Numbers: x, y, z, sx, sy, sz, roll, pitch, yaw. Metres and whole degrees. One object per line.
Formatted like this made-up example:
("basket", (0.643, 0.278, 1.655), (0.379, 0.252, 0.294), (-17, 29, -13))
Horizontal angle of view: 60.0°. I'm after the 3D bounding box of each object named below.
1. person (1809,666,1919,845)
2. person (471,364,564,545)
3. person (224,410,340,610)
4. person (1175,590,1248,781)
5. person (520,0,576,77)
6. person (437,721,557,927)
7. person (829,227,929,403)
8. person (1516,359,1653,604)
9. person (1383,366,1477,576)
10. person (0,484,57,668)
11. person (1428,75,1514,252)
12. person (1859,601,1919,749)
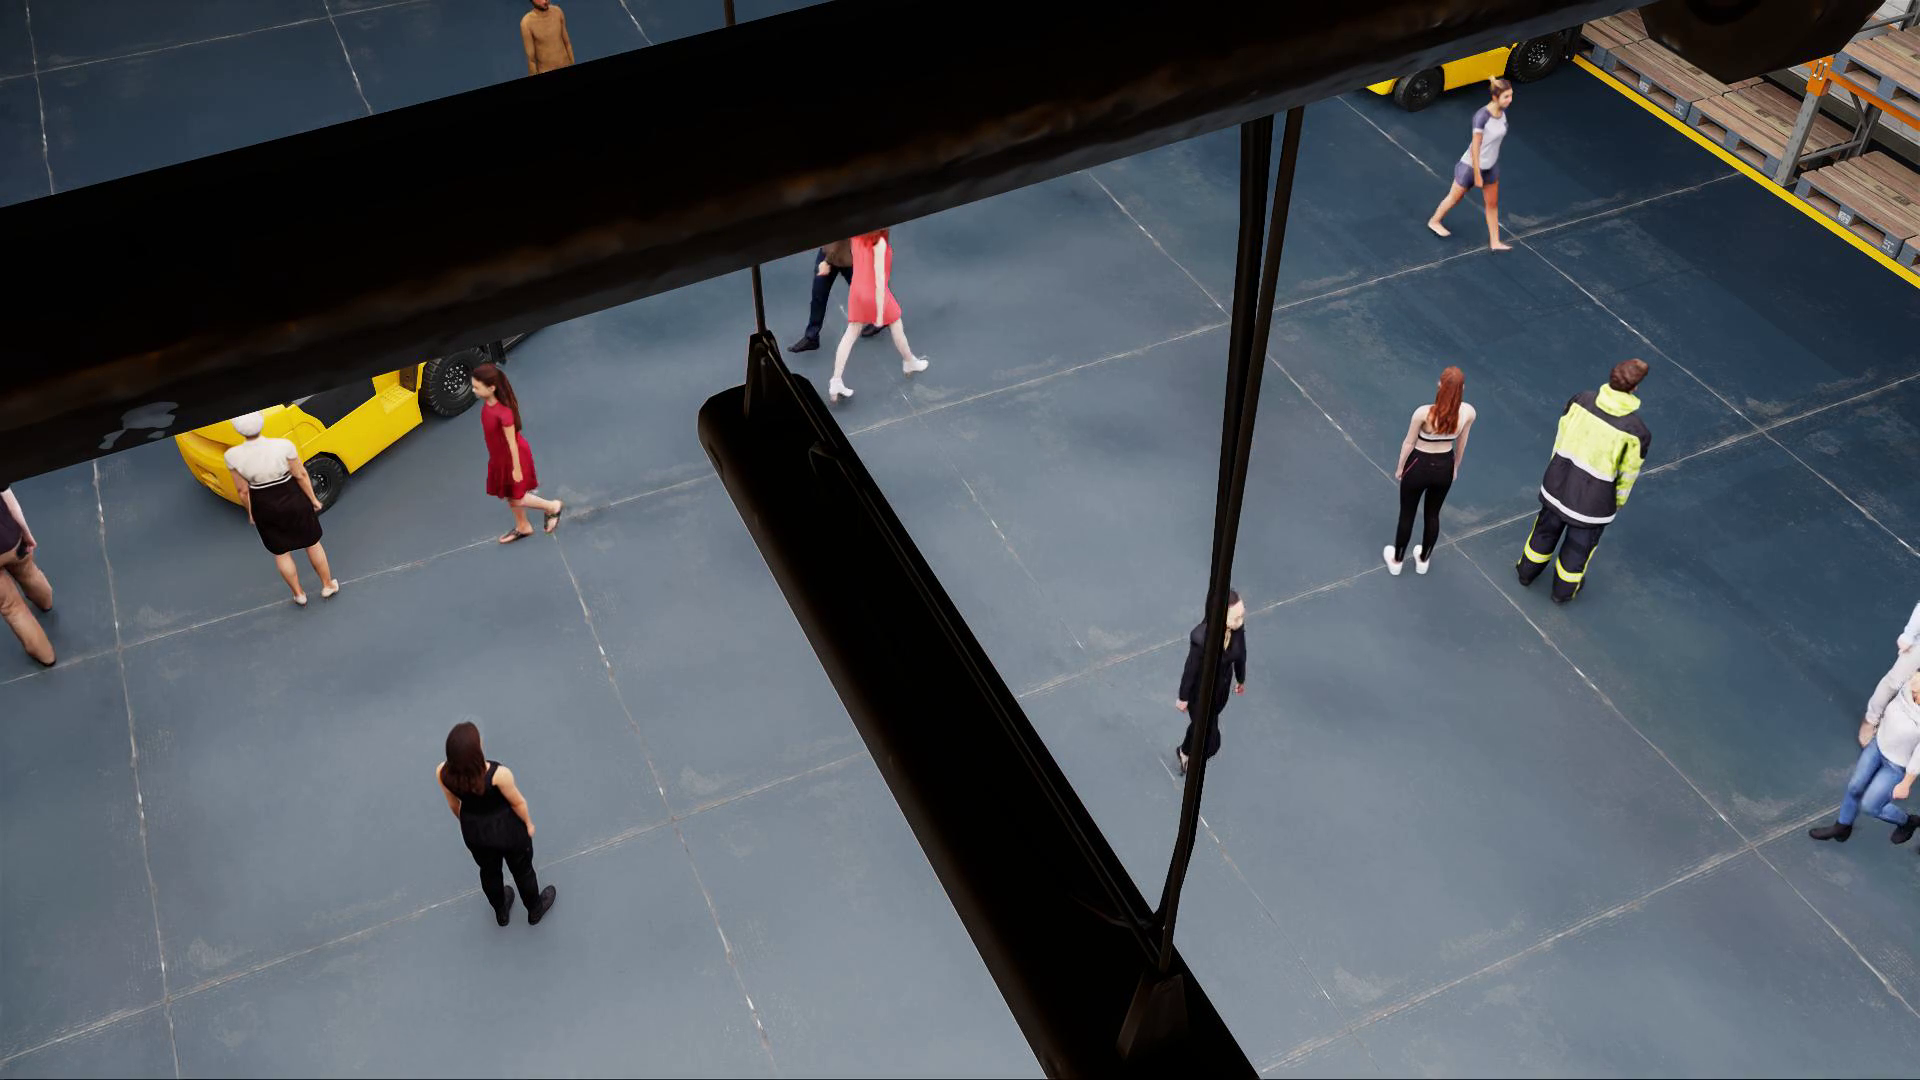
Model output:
("person", (5.505, 1.288, 9.686), (0.873, 1.614, 0.866), (1, 44, 1))
("person", (-3.125, -0.623, 11.743), (0.713, 1.544, 0.738), (-27, 50, -26))
("person", (-4.553, -0.214, 11.160), (0.636, 1.756, 0.545), (-14, 45, -14))
("person", (1.441, 0.876, 10.060), (0.675, 1.695, 0.701), (-29, 51, -27))
("person", (-3.814, -4.346, 15.462), (0.927, 1.804, 0.816), (33, 53, 30))
("person", (-2.610, 1.603, 9.300), (0.678, 1.689, 0.701), (3, 44, 3))
("person", (-0.778, -1.817, 12.832), (0.887, 1.770, 1.135), (-30, 51, -27))
("person", (4.210, -0.408, 11.200), (0.903, 1.981, 0.722), (-34, 53, -31))
("person", (3.227, -0.461, 11.430), (0.644, 1.741, 0.624), (-2, 44, -2))
("person", (-6.251, 0.106, 10.784), (1.120, 1.811, 0.917), (33, 53, 30))
("person", (4.457, -3.287, 14.519), (0.718, 1.571, 1.080), (-27, 50, -26))
("person", (6.042, 0.596, 10.214), (0.753, 1.888, 0.793), (10, 44, 10))
